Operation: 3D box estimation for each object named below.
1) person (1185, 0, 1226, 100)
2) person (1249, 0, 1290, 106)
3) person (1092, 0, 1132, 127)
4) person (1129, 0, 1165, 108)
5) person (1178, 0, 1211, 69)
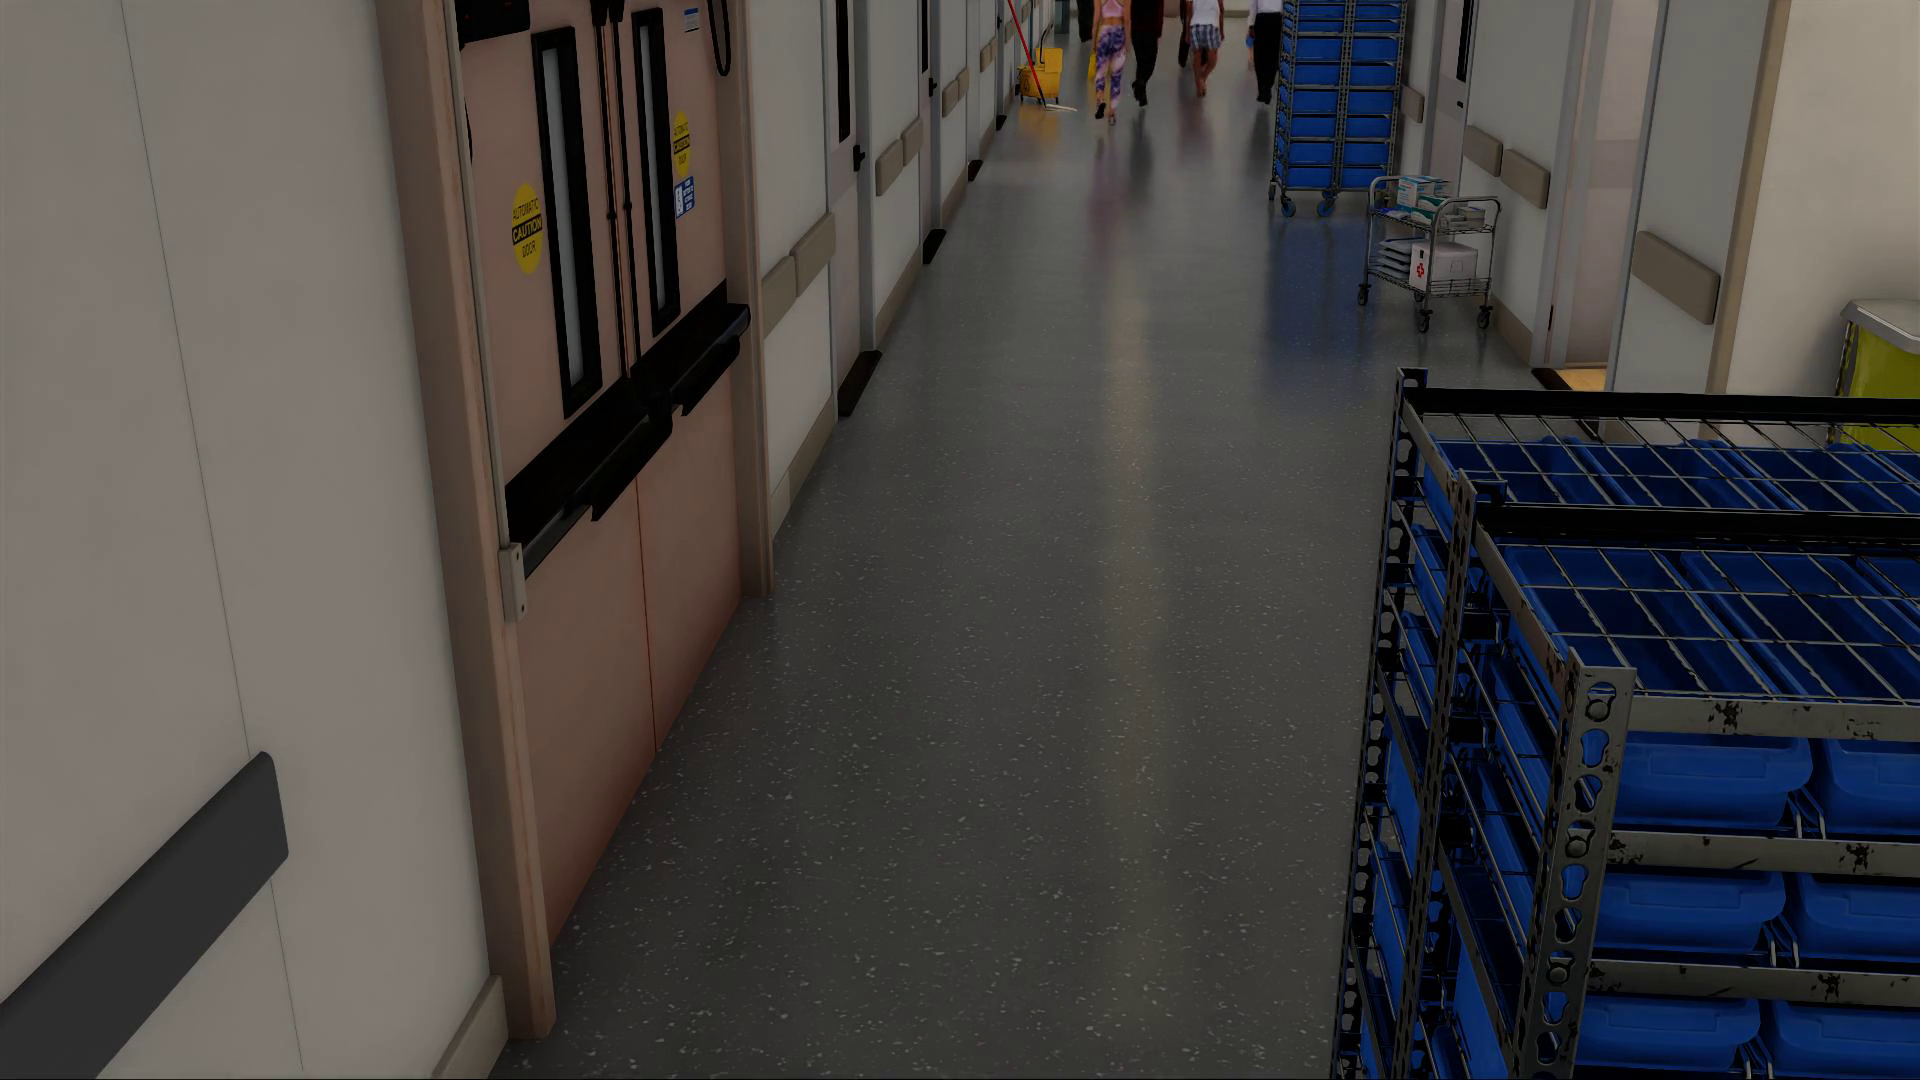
[{"bbox_3d":[3.026,-6.341,20.651,0.782,1.722,0.922,8,22,19],"label":"person"},{"bbox_3d":[3.686,-6.109,19.936,0.680,1.795,1.227,3,21,8],"label":"person"},{"bbox_3d":[1.655,-5.390,18.090,0.587,1.757,0.842,3,21,7],"label":"person"},{"bbox_3d":[2.187,-5.983,19.822,0.740,1.639,0.928,8,22,21],"label":"person"},{"bbox_3d":[3.464,-7.737,24.487,1.024,1.614,1.187,15,25,34],"label":"person"}]
